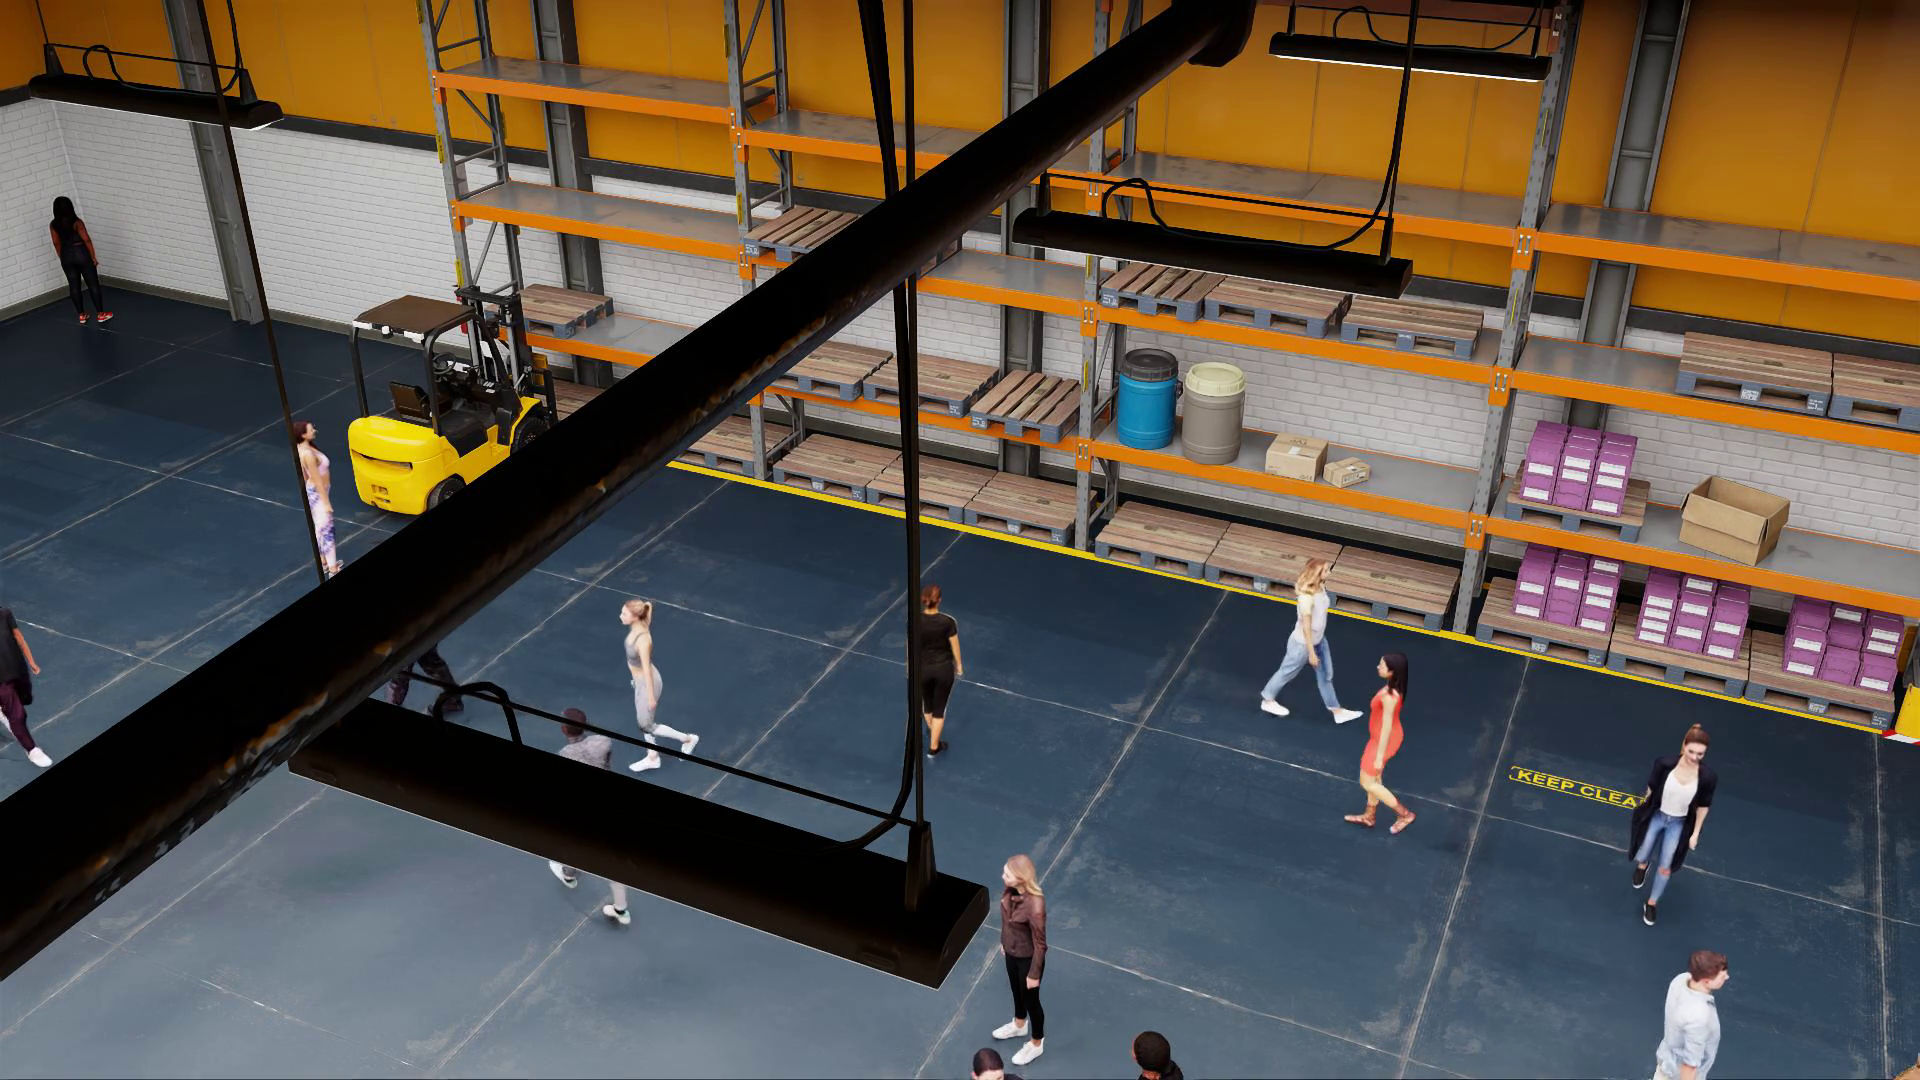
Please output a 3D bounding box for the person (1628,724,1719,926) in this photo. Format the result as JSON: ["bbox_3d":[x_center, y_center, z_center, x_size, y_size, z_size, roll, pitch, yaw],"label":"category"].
[{"bbox_3d":[5.306,2.094,12.470,0.708,1.673,0.699,12,31,21],"label":"person"}]

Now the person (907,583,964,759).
[{"bbox_3d":[-0.243,1.124,14.265,0.723,1.656,0.787,5,29,10],"label":"person"}]

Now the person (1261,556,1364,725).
[{"bbox_3d":[2.956,0.901,14.661,1.119,1.669,0.645,13,31,22],"label":"person"}]

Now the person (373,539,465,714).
[{"bbox_3d":[-4.750,0.814,14.622,1.251,1.858,1.144,-7,29,-13],"label":"person"}]

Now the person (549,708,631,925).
[{"bbox_3d":[-2.715,2.081,12.369,1.262,1.793,0.978,25,38,38],"label":"person"}]

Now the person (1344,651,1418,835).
[{"bbox_3d":[3.464,1.642,13.265,0.787,1.704,0.584,12,31,20],"label":"person"}]

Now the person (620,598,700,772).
[{"bbox_3d":[-2.563,1.223,14.052,0.937,1.687,0.867,-9,30,-15],"label":"person"}]

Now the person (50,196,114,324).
[{"bbox_3d":[-12.430,-3.958,23.415,0.722,1.816,0.836,-2,29,-4],"label":"person"}]

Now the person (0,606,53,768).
[{"bbox_3d":[-8.221,1.086,14.231,1.025,1.755,0.625,11,30,19],"label":"person"}]

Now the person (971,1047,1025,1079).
[{"bbox_3d":[0.158,3.556,9.710,0.823,1.748,0.894,-7,29,-13],"label":"person"}]

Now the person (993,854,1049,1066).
[{"bbox_3d":[0.434,2.785,11.173,0.734,1.702,0.649,-13,31,-23],"label":"person"}]

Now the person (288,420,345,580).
[{"bbox_3d":[-6.551,-0.421,16.982,0.739,1.767,0.627,-21,35,-33],"label":"person"}]

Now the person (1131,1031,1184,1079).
[{"bbox_3d":[1.168,3.603,9.749,0.884,1.630,1.164,-24,37,-36],"label":"person"}]

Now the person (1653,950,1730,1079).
[{"bbox_3d":[4.333,3.231,10.227,1.169,1.825,0.843,5,29,9],"label":"person"}]
